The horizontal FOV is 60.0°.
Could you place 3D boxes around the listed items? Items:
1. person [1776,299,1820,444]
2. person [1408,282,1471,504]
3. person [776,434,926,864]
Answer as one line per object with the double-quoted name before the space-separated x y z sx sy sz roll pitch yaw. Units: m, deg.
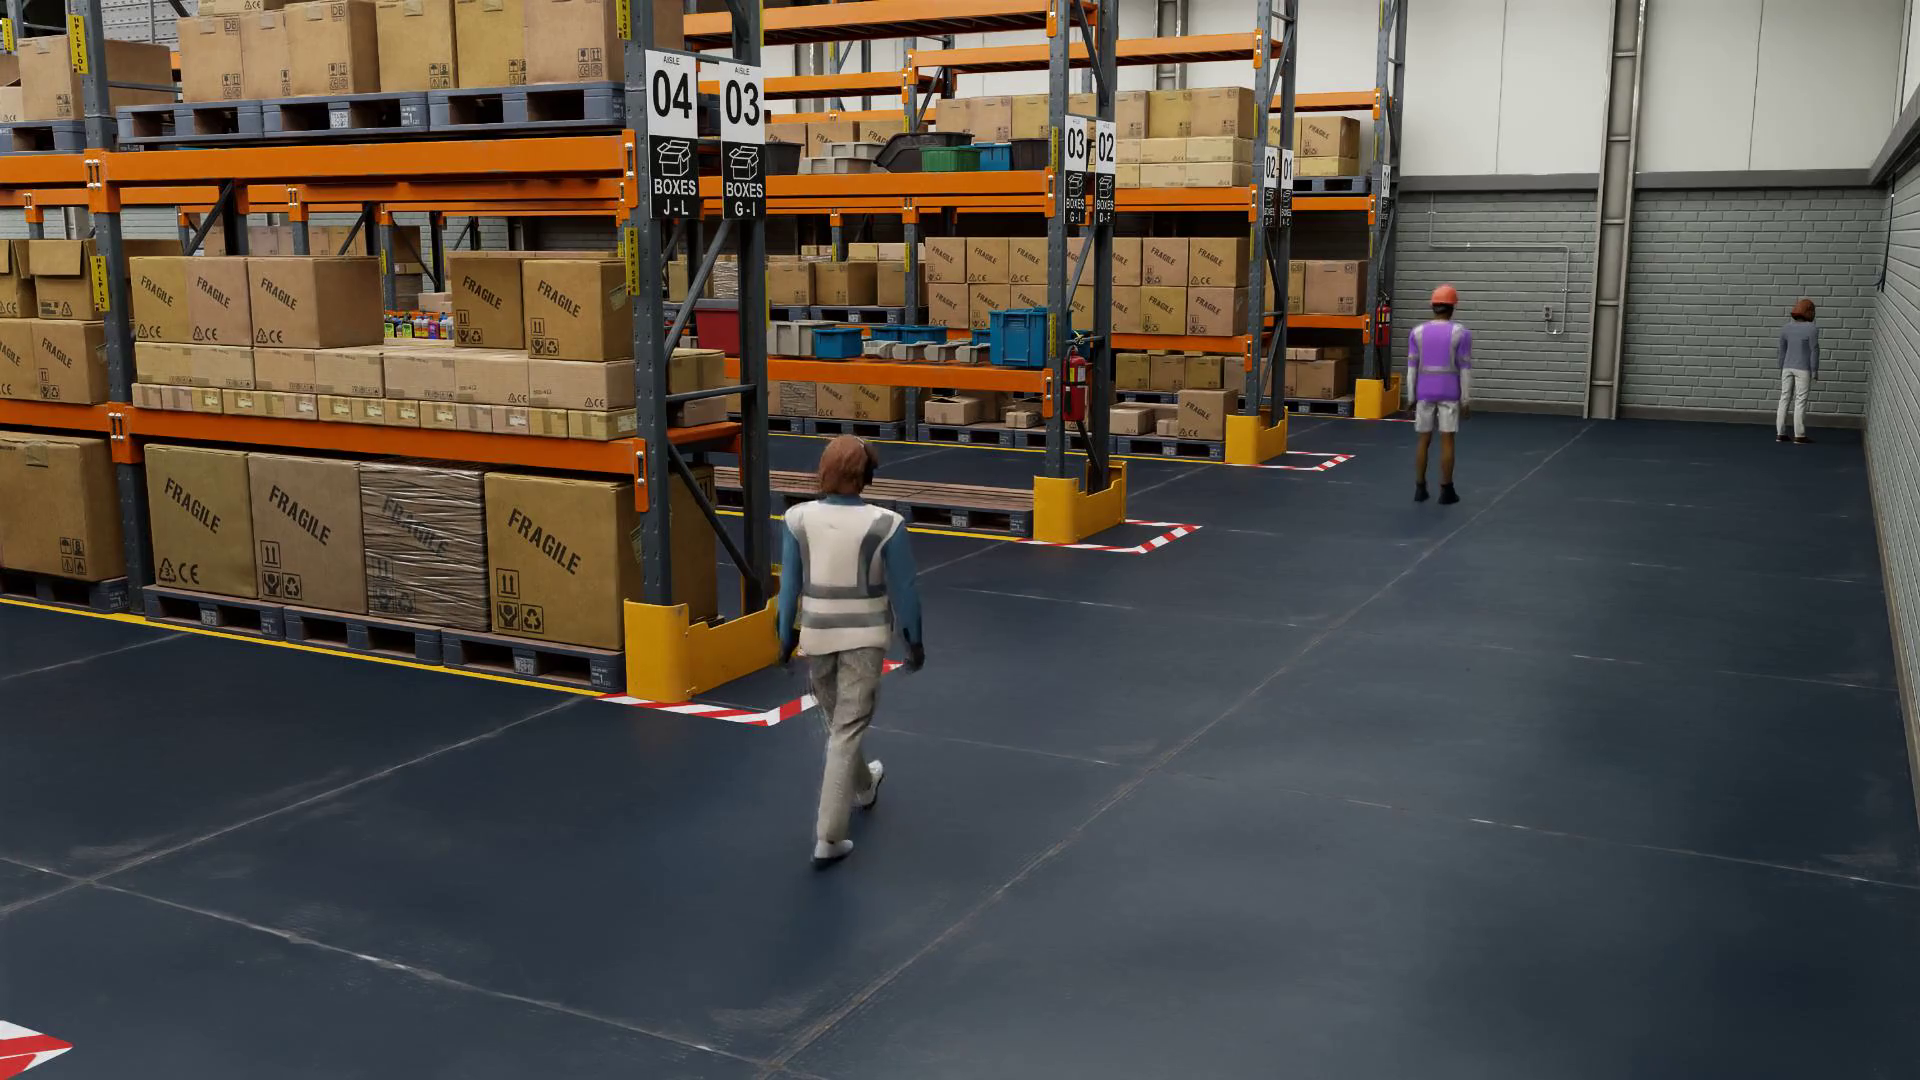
"person" 9.515 -1.911 18.876 0.279 1.633 0.498 -5 11 -24
"person" 4.229 -1.292 14.672 0.548 1.937 0.367 6 12 30
"person" -0.401 0.385 6.444 0.545 1.585 0.868 4 11 19
